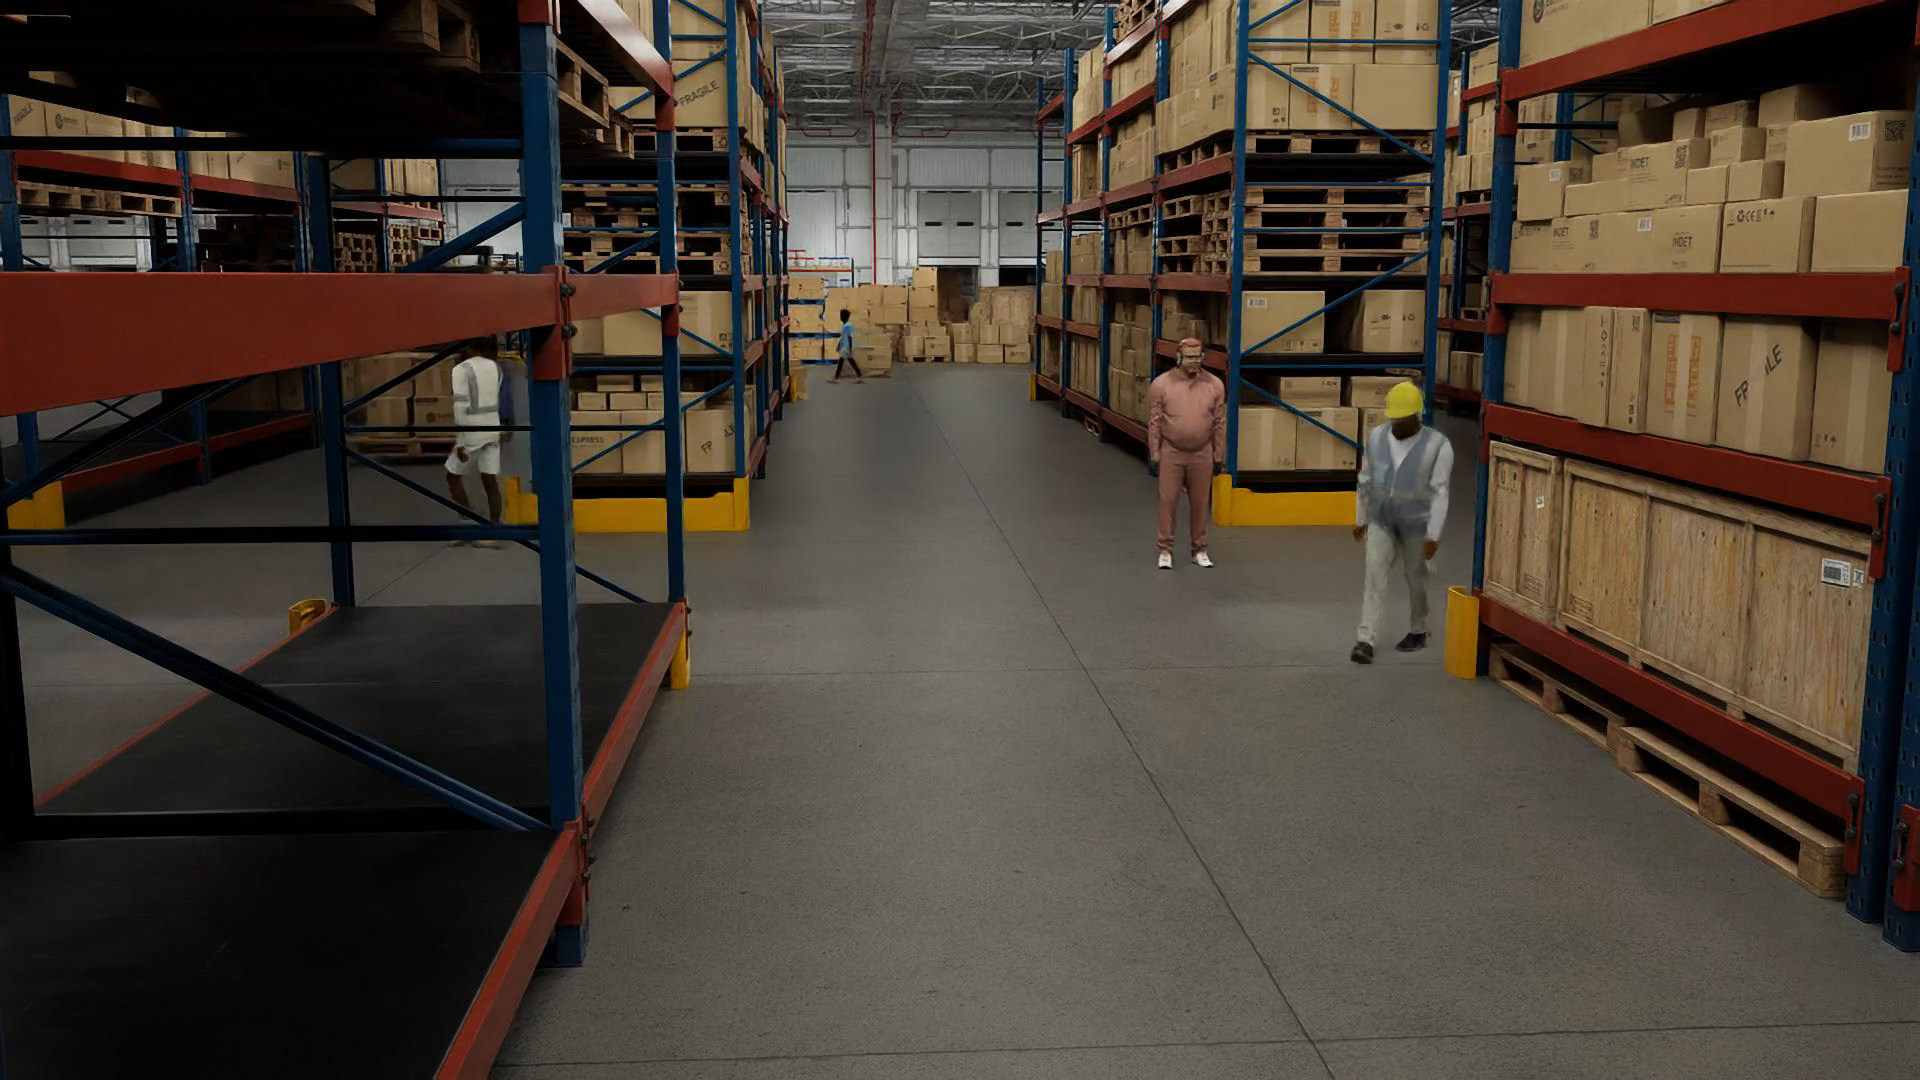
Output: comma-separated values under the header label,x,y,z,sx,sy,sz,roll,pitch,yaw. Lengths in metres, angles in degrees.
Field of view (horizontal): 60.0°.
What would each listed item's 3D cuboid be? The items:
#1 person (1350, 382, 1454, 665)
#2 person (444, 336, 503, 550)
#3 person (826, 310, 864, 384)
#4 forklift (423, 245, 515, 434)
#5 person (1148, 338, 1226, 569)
label,x,y,z,sx,sy,sz,roll,pitch,yaw
person,2.718,-0.110,10.355,0.651,1.746,0.971,6,11,33
person,-4.262,-0.911,14.589,0.629,2.006,0.618,5,10,27
person,-2.510,-4.257,36.715,0.888,1.651,0.536,-2,9,-11
forklift,-7.160,-2.840,23.966,1.129,2.768,1.873,-1,9,-4
person,1.864,-0.704,13.640,0.641,1.899,0.398,0,9,-3
